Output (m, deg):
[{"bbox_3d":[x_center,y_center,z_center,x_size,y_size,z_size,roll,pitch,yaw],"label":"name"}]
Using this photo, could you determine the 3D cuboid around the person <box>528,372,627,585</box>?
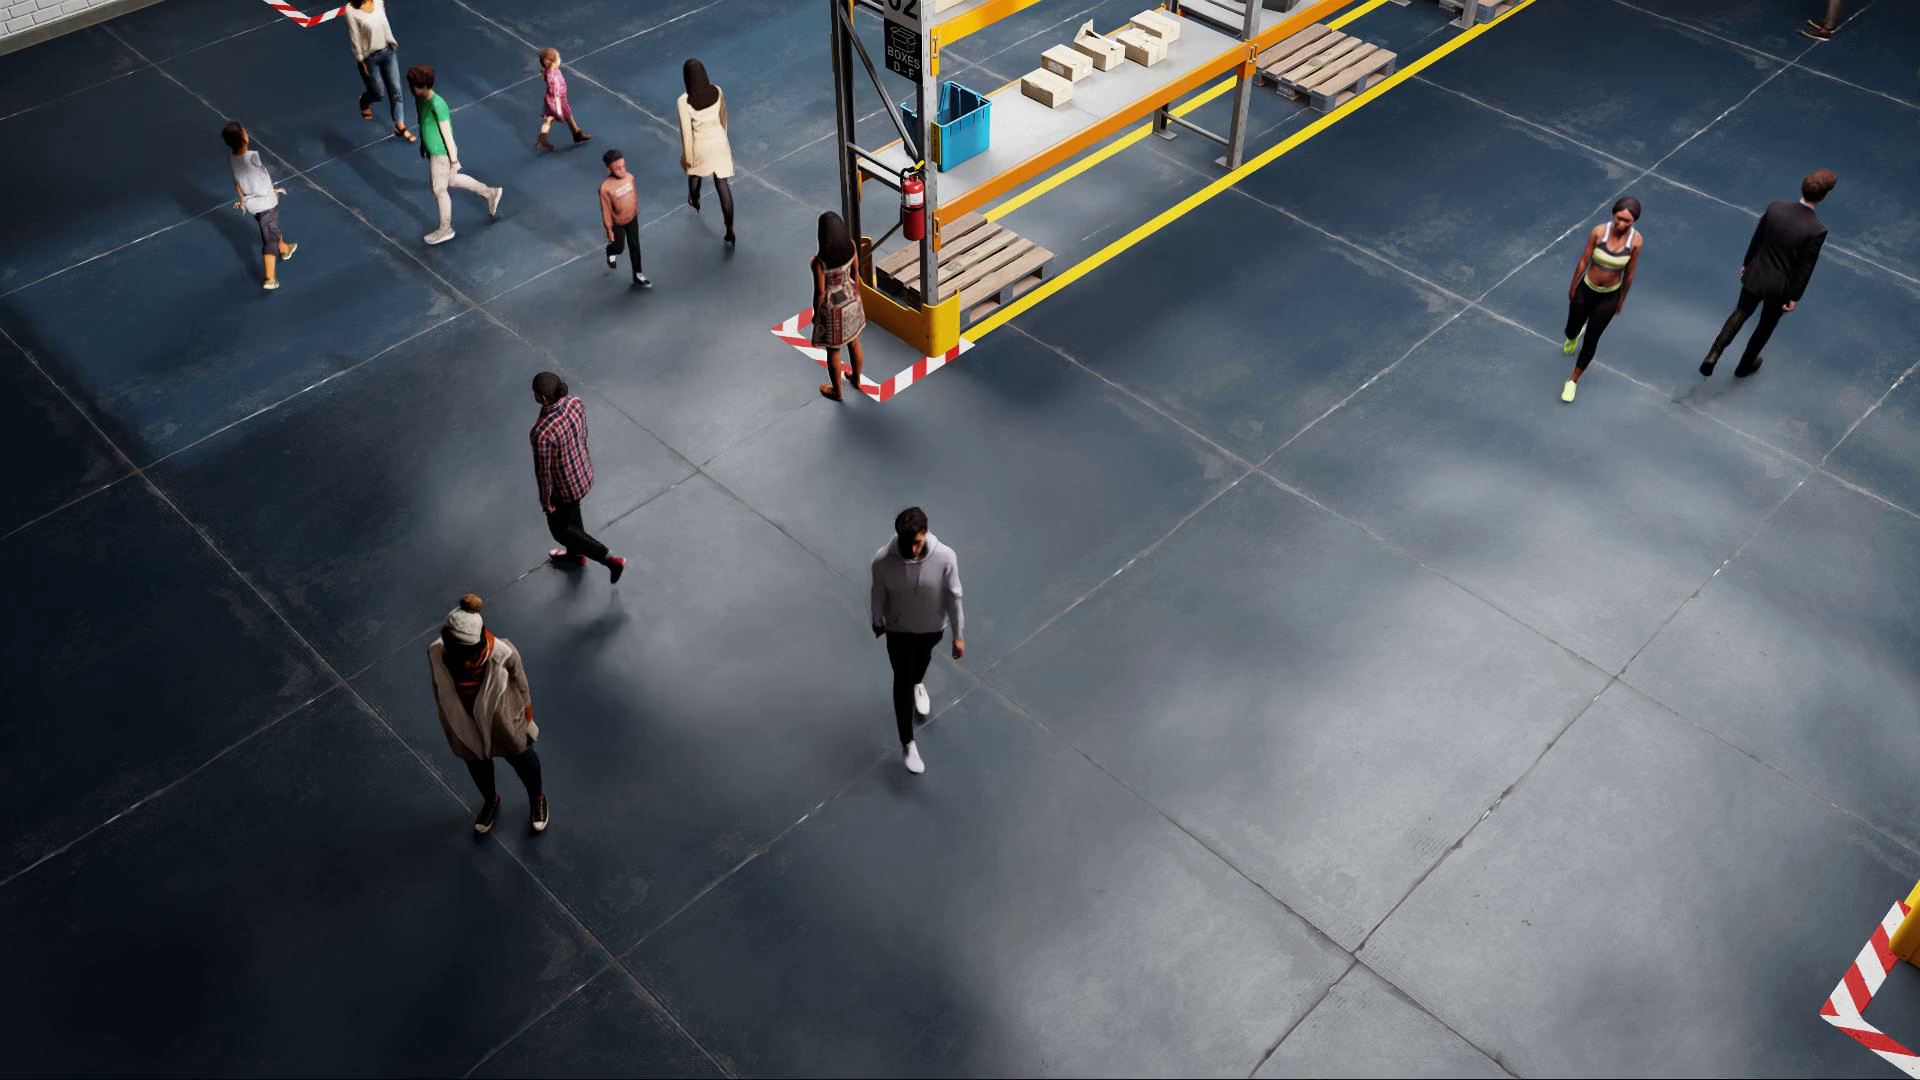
[{"bbox_3d":[-2.594,-0.391,11.165,0.988,1.742,1.016,15,46,15],"label":"person"}]

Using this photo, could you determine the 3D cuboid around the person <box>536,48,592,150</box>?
[{"bbox_3d":[-3.844,-4.124,15.614,0.792,1.010,0.522,-25,49,-24],"label":"person"}]

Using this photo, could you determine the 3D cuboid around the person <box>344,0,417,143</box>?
[{"bbox_3d":[-5.518,-4.539,15.572,0.718,1.668,0.822,28,50,26],"label":"person"}]

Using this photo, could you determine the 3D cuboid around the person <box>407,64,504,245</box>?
[{"bbox_3d":[-4.419,-3.388,14.392,1.084,1.632,0.699,-26,49,-25],"label":"person"}]

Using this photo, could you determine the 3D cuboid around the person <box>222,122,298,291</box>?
[{"bbox_3d":[-5.910,-2.838,13.961,0.962,1.428,1.054,2,44,2],"label":"person"}]

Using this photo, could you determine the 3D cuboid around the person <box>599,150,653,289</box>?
[{"bbox_3d":[-2.869,-2.715,13.964,0.576,1.246,0.675,34,53,30],"label":"person"}]

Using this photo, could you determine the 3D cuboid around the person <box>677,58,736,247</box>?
[{"bbox_3d":[-2.125,-3.296,14.297,1.103,1.629,0.914,-20,47,-20],"label":"person"}]

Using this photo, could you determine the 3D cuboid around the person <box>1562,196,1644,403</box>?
[{"bbox_3d":[4.910,-1.924,12.775,0.776,1.741,1.003,17,46,17],"label":"person"}]

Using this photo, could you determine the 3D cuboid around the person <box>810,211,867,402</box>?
[{"bbox_3d":[-0.937,-1.795,12.709,0.469,1.645,0.716,-32,52,-29],"label":"person"}]

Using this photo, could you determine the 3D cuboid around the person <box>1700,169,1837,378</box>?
[{"bbox_3d":[6.159,-1.969,12.731,1.002,1.867,0.753,-28,50,-26],"label":"person"}]

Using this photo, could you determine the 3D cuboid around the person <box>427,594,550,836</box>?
[{"bbox_3d":[-2.724,0.987,9.605,0.822,1.899,0.884,0,44,0],"label":"person"}]

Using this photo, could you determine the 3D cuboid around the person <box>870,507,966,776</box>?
[{"bbox_3d":[-0.284,0.416,10.210,1.139,1.890,1.095,-10,45,-11],"label":"person"}]
